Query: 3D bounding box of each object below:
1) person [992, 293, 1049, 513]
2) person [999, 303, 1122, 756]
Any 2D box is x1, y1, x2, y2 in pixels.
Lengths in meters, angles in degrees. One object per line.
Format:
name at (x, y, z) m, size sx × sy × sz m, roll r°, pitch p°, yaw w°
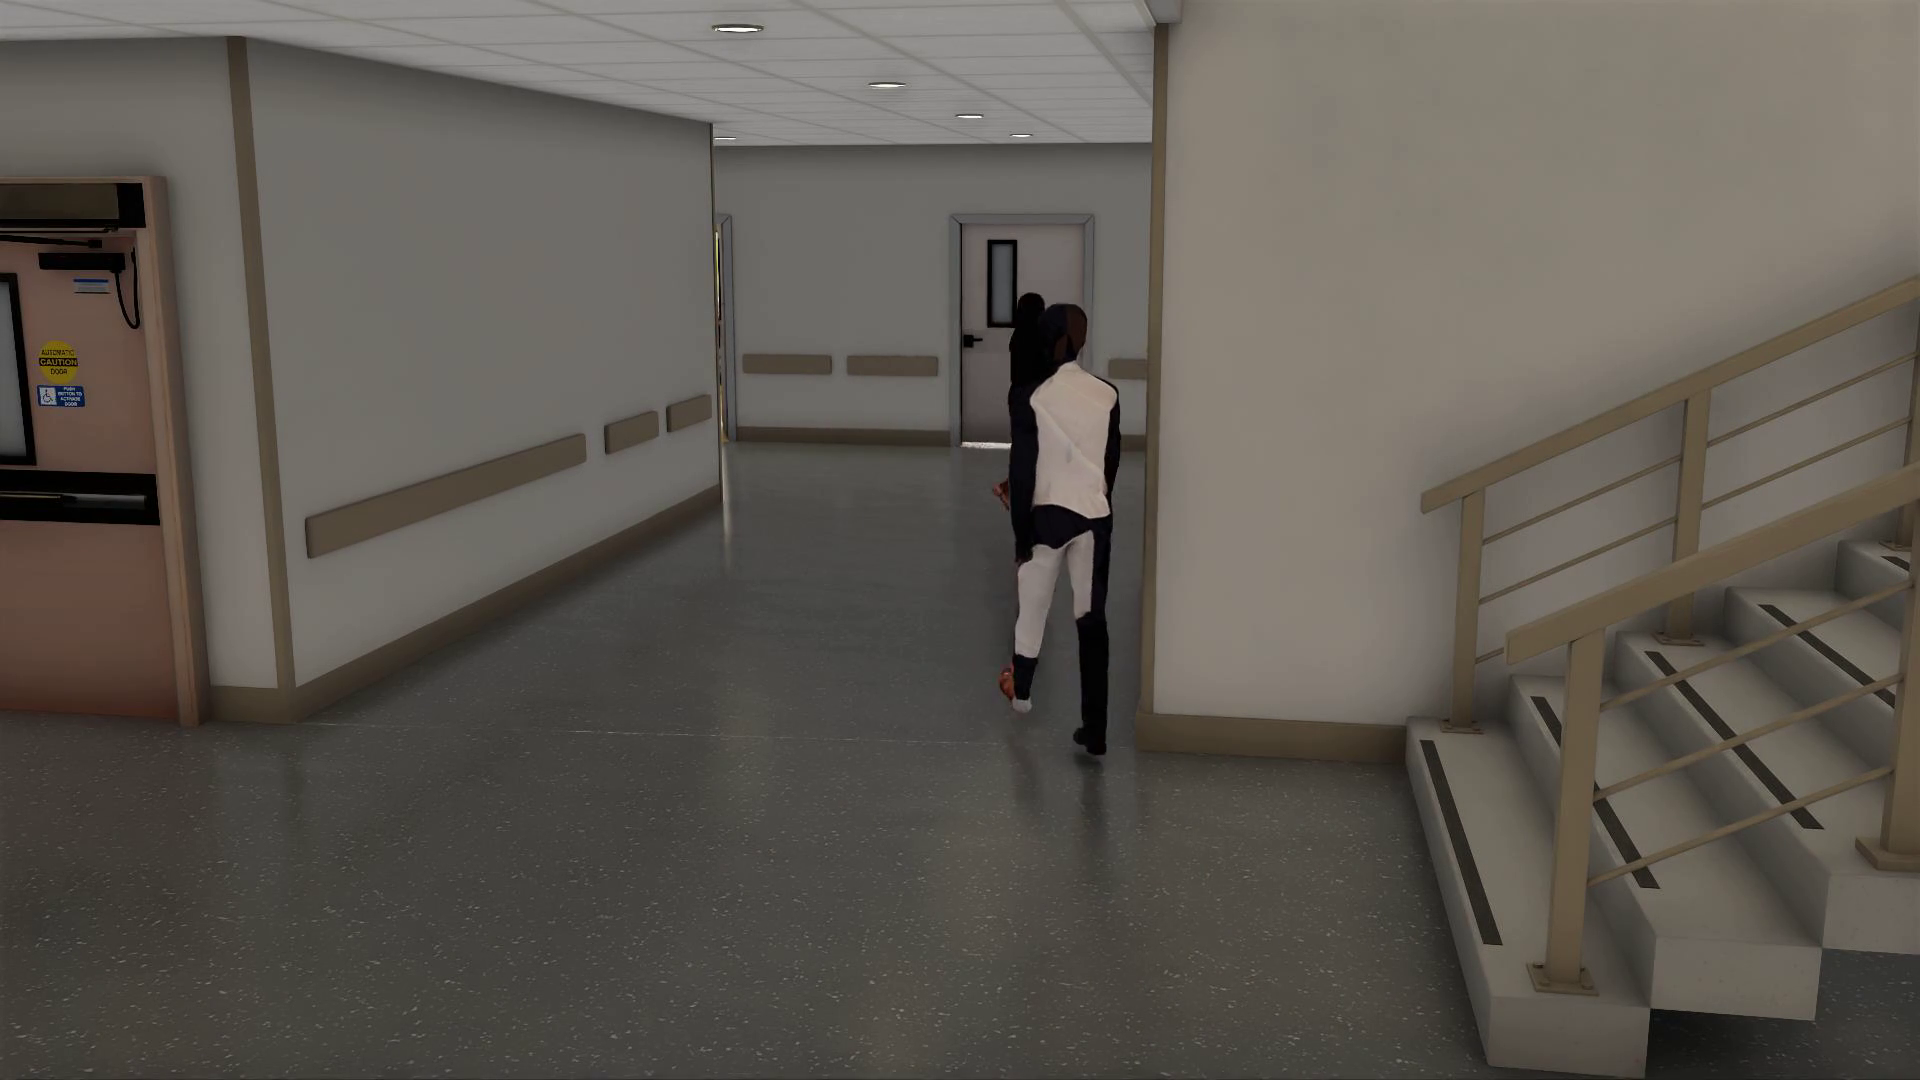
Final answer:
person at (0.458, -0.950, 12.279) m, size 0.974 × 1.707 × 0.938 m, roll -9°, pitch 14°, yaw -39°
person at (0.474, -0.015, 6.979) m, size 1.202 × 1.846 × 1.054 m, roll -2°, pitch 11°, yaw -12°
